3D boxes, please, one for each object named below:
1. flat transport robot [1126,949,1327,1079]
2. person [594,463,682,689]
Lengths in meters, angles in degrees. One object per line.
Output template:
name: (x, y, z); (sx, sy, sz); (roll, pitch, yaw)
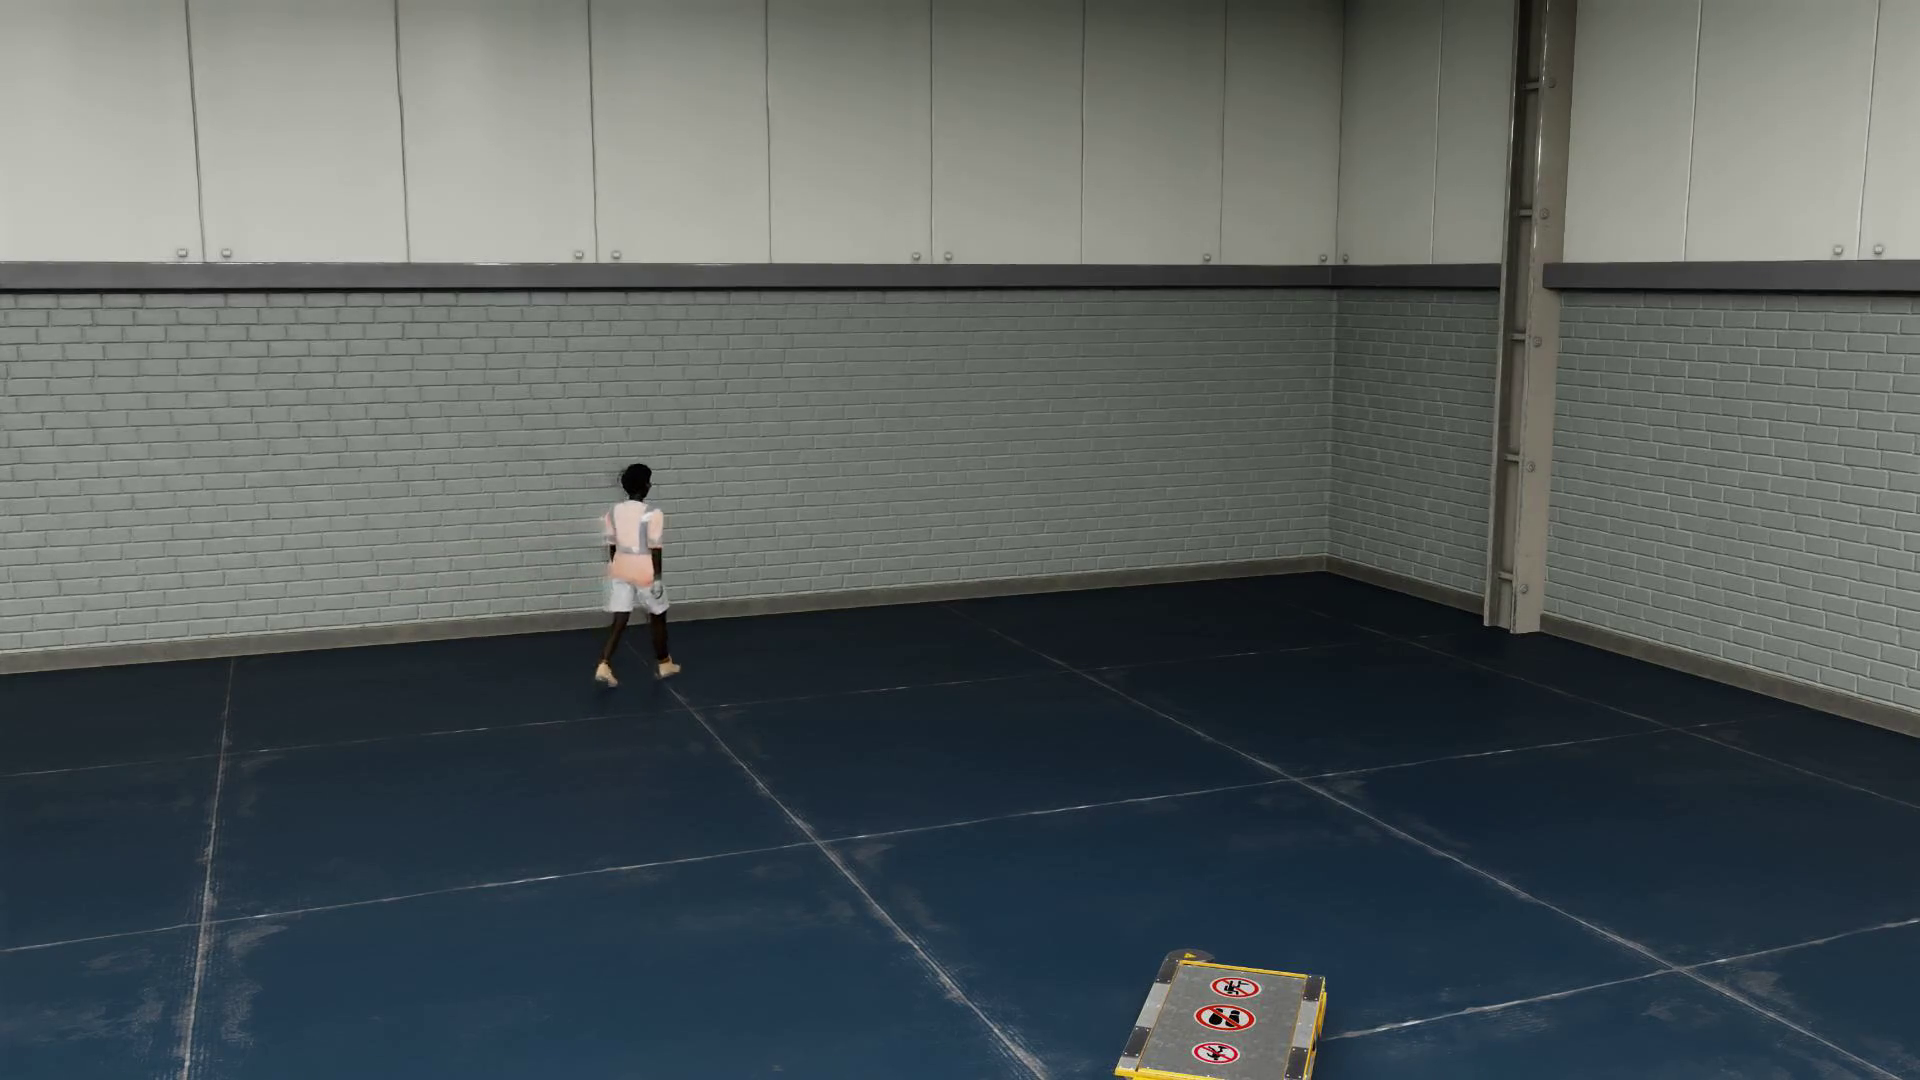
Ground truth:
flat transport robot: (0.988, 1.915, 6.232); (0.652, 0.197, 1.431); (3, 9, 17)
person: (-2.419, 0.263, 12.279); (0.539, 1.665, 0.857); (4, 10, 26)
